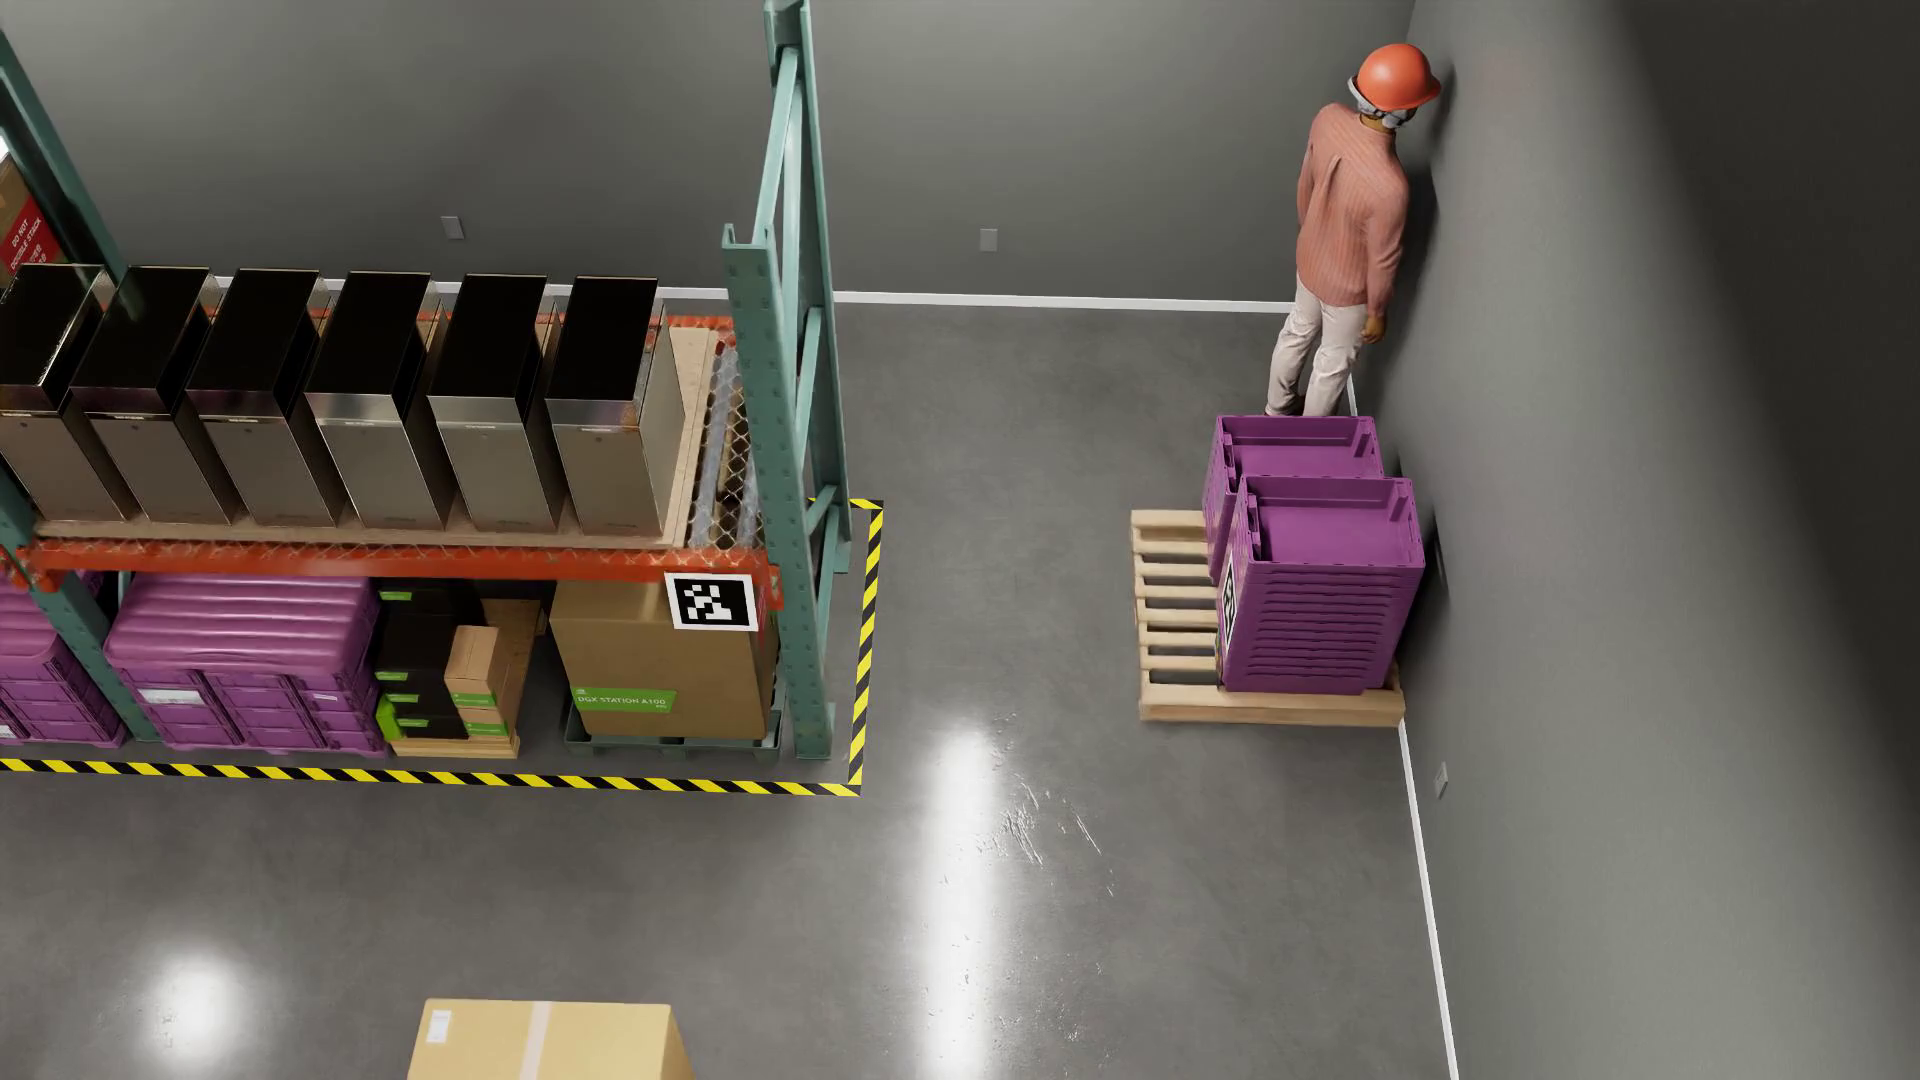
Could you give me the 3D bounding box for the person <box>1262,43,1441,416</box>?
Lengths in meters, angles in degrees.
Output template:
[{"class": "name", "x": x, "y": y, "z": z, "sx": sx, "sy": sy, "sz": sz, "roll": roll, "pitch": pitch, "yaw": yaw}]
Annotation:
[{"class": "person", "x": 1.507, "y": -1.063, "z": 6.494, "sx": 0.382, "sy": 1.996, "sz": 0.608, "roll": -17, "pitch": 54, "yaw": -13}]
